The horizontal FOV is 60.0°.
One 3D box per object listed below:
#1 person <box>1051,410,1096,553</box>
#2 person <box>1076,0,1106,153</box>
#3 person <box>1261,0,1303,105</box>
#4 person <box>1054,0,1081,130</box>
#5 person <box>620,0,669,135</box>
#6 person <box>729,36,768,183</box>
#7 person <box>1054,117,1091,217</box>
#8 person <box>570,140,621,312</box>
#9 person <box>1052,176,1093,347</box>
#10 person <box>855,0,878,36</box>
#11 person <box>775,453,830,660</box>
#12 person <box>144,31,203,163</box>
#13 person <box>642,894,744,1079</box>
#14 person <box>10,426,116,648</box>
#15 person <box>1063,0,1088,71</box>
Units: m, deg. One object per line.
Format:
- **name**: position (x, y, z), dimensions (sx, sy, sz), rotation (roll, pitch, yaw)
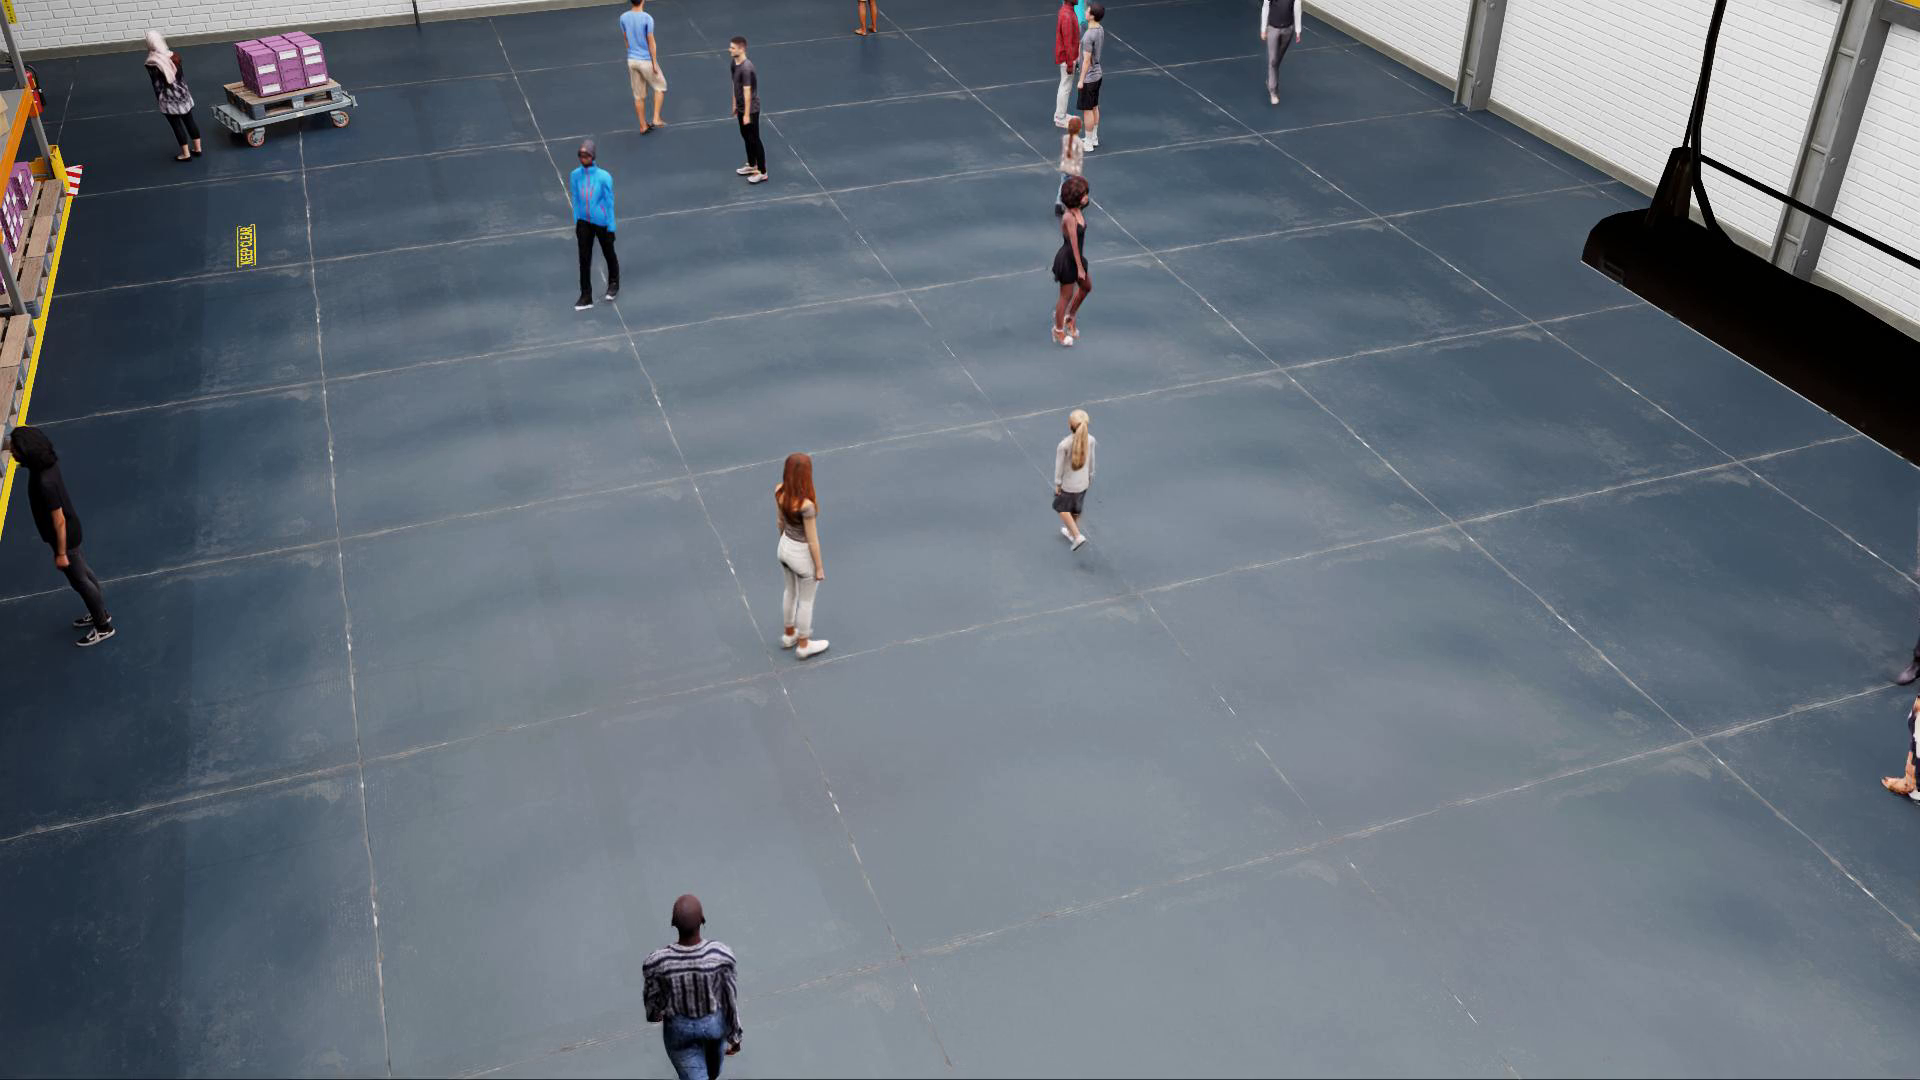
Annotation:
- **person**: position (0.943, -0.464, 13.521), dimensions (0.553, 1.264, 0.700), rotation (-15, 37, -22)
- **person**: position (1.670, -5.889, 21.134), dimensions (0.791, 1.872, 0.726), rotation (14, 36, 20)
- **person**: position (4.381, -7.031, 22.835), dimensions (0.937, 1.891, 1.312), rotation (-1, 34, -2)
- **person**: position (1.407, -6.386, 21.930), dimensions (0.803, 1.819, 0.643), rotation (1, 34, 2)
- **person**: position (-4.173, -6.186, 21.602), dimensions (0.814, 1.848, 0.870), rotation (10, 35, 15)
- **person**: position (-2.596, -5.270, 20.304), dimensions (0.724, 1.759, 0.535), rotation (-17, 37, -24)
- **person**: position (1.263, -4.341, 19.438), dimensions (0.809, 1.172, 0.799), rotation (22, 39, 29)
- **person**: position (-3.768, -3.340, 17.395), dimensions (0.931, 1.766, 1.087), rotation (5, 34, 8)
- **person**: position (1.009, -2.740, 16.485), dimensions (0.749, 1.776, 0.686), rotation (9, 35, 14)
- **person**: position (-1.456, -8.567, 25.368), dimensions (0.715, 1.645, 0.658), rotation (-25, 41, -33)
- **person**: position (-1.198, 0.123, 12.230), dimensions (0.720, 1.716, 0.588), rotation (-27, 42, -34)
- **person**: position (-9.873, -5.575, 20.875), dimensions (0.799, 1.636, 0.747), rotation (17, 37, 24)
- **person**: position (-1.324, 2.605, 8.485), dimensions (0.691, 1.730, 1.241), rotation (-9, 35, -13)
- **person**: position (-6.684, -0.059, 12.395), dimensions (0.713, 1.837, 0.483), rotation (-14, 36, -20)
- **person**: position (1.670, -7.487, 23.954), dimensions (0.677, 1.412, 1.003), rotation (-4, 34, -5)
